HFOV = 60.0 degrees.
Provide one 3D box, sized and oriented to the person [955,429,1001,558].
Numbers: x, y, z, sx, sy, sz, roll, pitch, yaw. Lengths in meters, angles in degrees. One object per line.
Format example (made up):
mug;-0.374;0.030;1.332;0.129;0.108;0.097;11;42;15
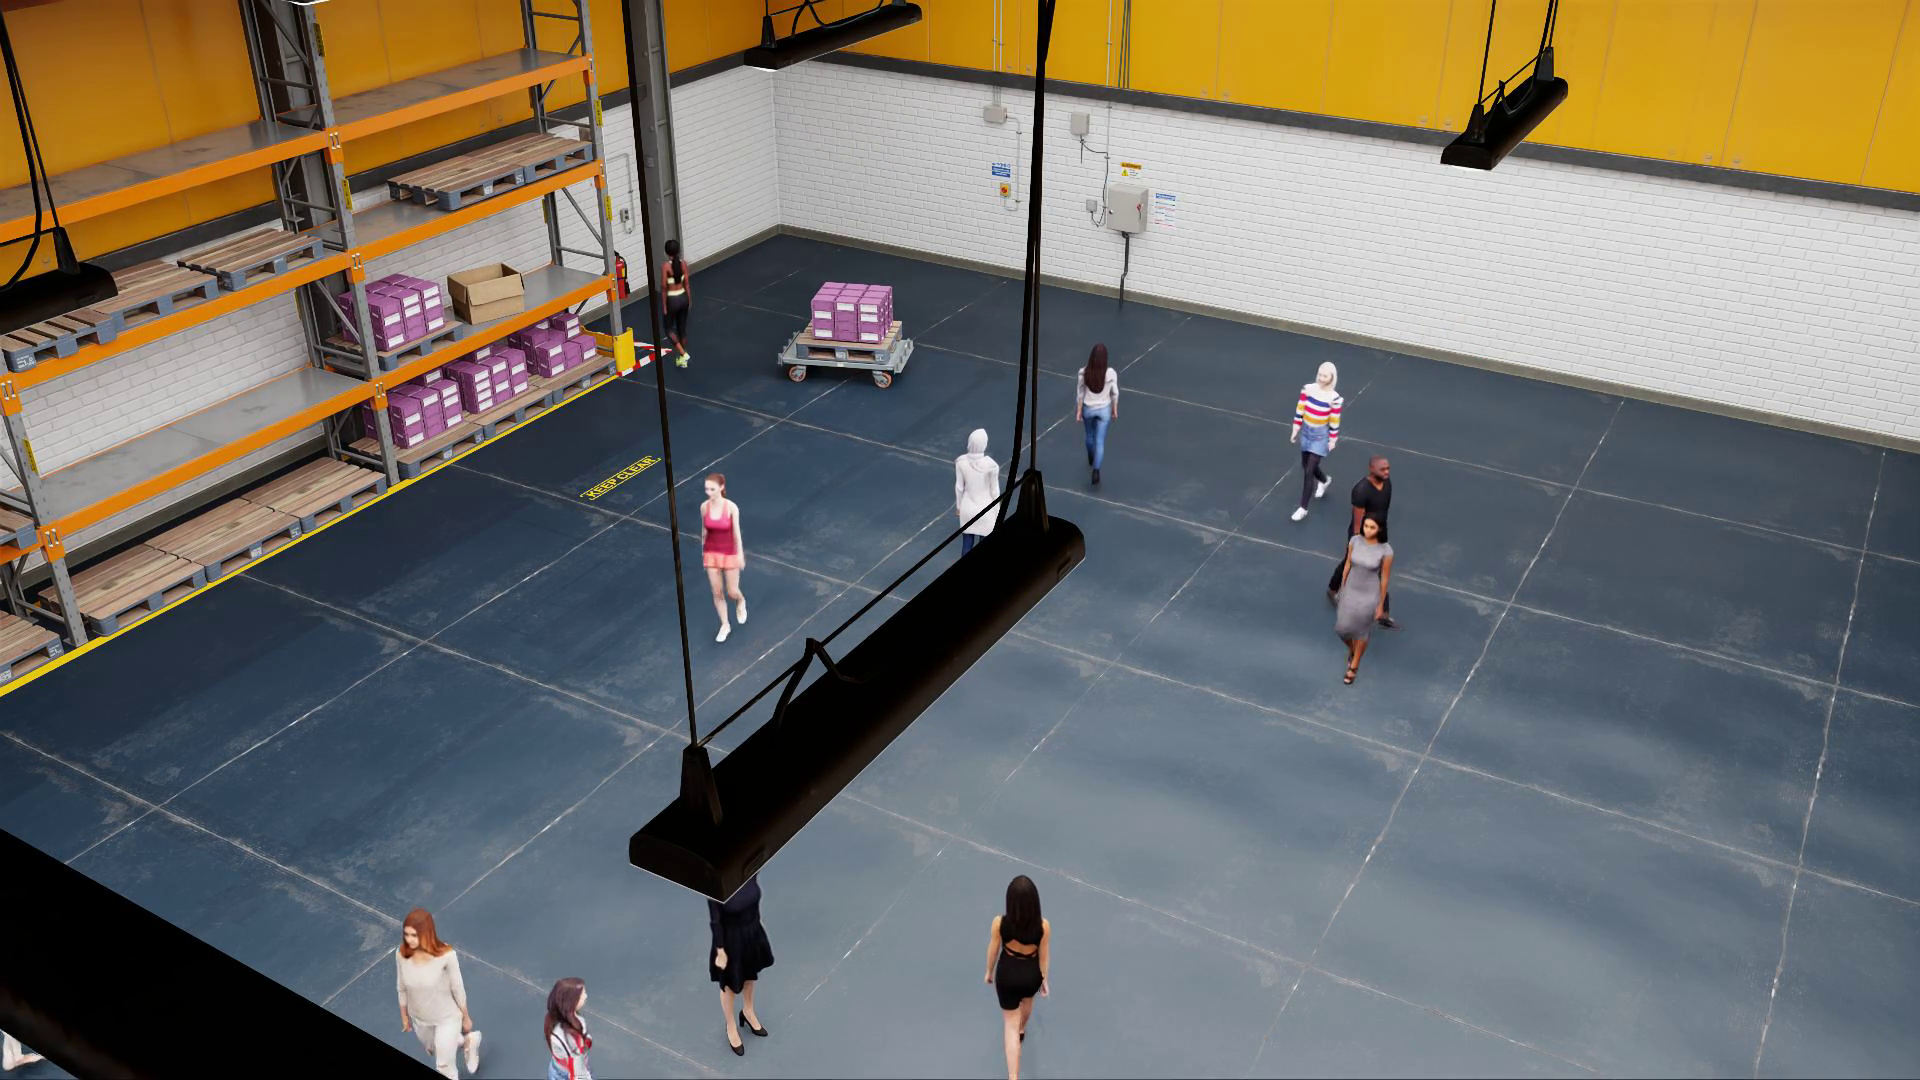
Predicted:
person;0.171;-0.287;16.624;0.656;1.775;0.587;10;30;17

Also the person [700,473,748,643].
person;-2.241;0.127;15.908;0.685;1.734;0.791;6;29;10

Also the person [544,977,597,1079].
person;-2.464;3.326;10.189;0.789;1.594;0.742;-13;31;-22

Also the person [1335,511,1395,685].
person;3.704;0.501;15.184;0.616;1.772;0.664;18;34;30

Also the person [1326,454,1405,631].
person;3.876;-0.025;16.155;1.253;1.765;1.095;-18;34;-30

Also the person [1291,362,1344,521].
person;3.919;-1.131;18.166;1.166;1.781;0.862;-25;37;-38

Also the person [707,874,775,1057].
person;-1.488;2.698;11.183;0.704;1.746;0.556;22;36;35

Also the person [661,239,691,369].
person;-3.663;-3.043;21.712;0.714;1.741;0.763;-20;34;-32

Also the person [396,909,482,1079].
person;-3.332;3.000;10.697;0.816;1.680;1.101;5;29;9

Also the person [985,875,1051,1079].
person;0.388;2.944;10.871;0.915;1.613;1.138;0;29;1

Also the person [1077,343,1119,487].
person;1.549;-1.391;18.844;0.874;1.587;1.146;5;29;9
